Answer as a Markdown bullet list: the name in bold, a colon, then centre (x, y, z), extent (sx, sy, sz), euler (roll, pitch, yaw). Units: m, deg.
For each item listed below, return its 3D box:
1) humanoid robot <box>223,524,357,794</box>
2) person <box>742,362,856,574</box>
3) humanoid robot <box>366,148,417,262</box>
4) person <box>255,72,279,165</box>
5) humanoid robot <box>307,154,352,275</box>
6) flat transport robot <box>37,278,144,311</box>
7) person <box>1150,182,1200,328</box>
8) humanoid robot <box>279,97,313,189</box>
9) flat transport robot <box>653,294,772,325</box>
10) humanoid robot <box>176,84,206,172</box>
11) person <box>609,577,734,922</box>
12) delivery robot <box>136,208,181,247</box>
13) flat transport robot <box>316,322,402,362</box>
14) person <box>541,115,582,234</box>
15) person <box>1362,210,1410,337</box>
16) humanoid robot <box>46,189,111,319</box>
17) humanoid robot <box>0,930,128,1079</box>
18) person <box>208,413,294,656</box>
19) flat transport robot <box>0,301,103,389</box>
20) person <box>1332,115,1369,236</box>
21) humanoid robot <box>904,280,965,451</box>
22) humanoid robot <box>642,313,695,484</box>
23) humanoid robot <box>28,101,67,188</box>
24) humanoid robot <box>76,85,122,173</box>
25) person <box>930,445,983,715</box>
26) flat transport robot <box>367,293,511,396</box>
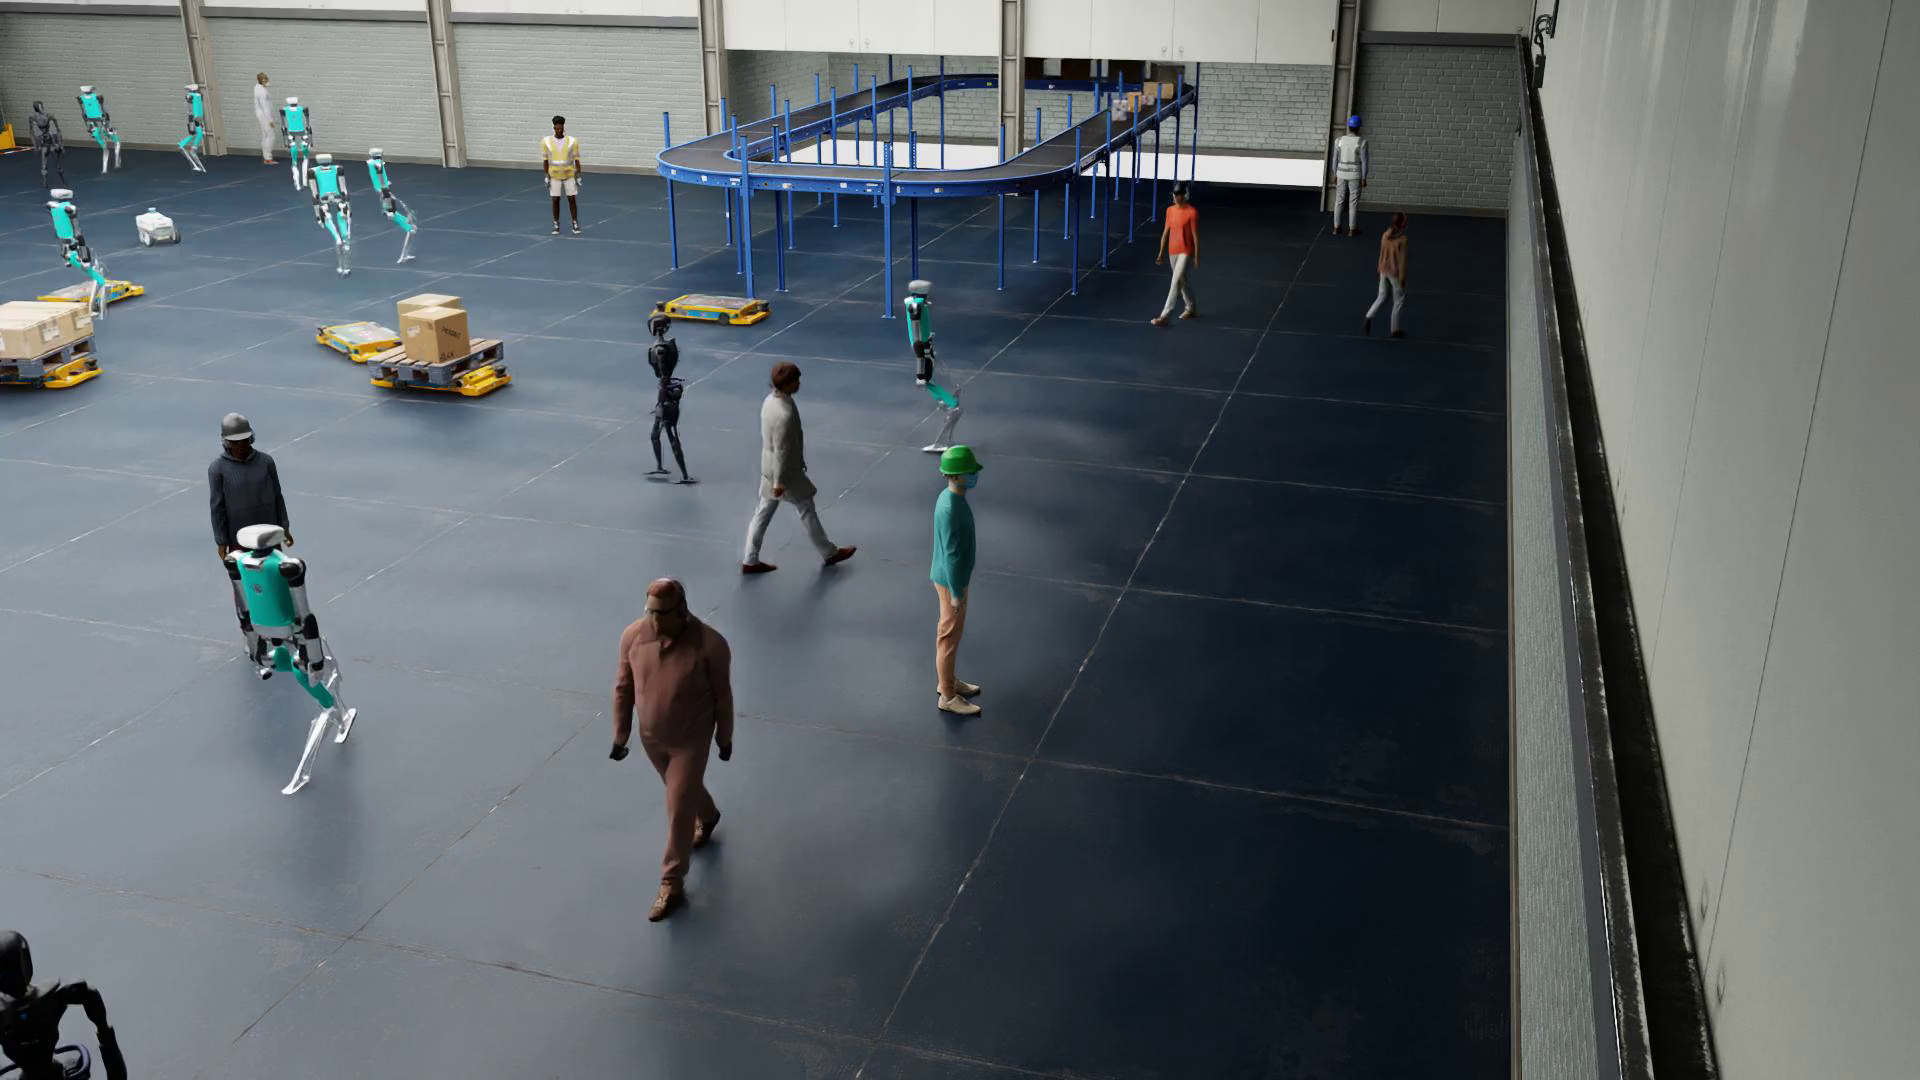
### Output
- **humanoid robot**: centre (-4.094, 0.638, 10.548), extent (0.531, 1.775, 1.001), euler (6, 22, 16)
- **person**: centre (-1.380, -0.586, 13.612), extent (0.981, 1.781, 0.500), euler (-9, 23, -23)
- **humanoid robot**: centre (-8.563, -5.102, 25.374), extent (0.796, 1.771, 0.545), euler (-12, 24, -28)
- **person**: centre (-14.571, -8.845, 34.877), extent (0.357, 1.901, 0.766), euler (-11, 24, -26)
- **humanoid robot**: centre (-9.161, -4.732, 24.445), extent (0.533, 1.763, 0.878), euler (-13, 24, -30)
- **flat transport robot**: centre (-11.972, -3.343, 22.849), extent (0.659, 0.231, 1.431), euler (4, 21, 10)
- **person**: centre (2.849, -3.731, 21.660), extent (1.044, 1.852, 0.494), euler (-19, 28, -40)
- **humanoid robot**: centre (-12.662, -7.582, 31.878), extent (0.547, 1.822, 0.761), euler (-7, 22, -17)
- **flat transport robot**: centre (-3.292, -3.068, 22.136), extent (1.431, 0.231, 0.659), euler (7, 22, 18)
- **humanoid robot**: centre (-15.613, -8.271, 33.674), extent (0.704, 1.856, 0.542), euler (1, 21, 3)
- **person**: centre (-1.581, 1.051, 9.258), extent (0.646, 1.860, 1.015), euler (7, 22, 19)
- **delivery robot**: centre (-13.016, -5.070, 26.906), extent (0.757, 0.577, 0.499), euler (20, 29, 41)
- **flat transport robot**: centre (-7.376, -2.457, 20.551), extent (0.659, 0.231, 1.431), euler (-17, 27, -37)
- **person**: centre (-6.569, -6.030, 27.492), extent (0.615, 1.953, 0.393), euler (-4, 21, -10)
- **person**: centre (5.404, -3.333, 20.916), extent (0.654, 1.627, 0.474), euler (-15, 26, -34)
- **humanoid robot**: centre (-11.481, -3.737, 21.880), extent (0.549, 1.815, 0.701), euler (12, 24, 29)
- **humanoid robot**: centre (-3.506, 2.228, 6.465), extent (0.601, 1.637, 0.633), euler (-13, 25, -31)
- **person**: centre (-5.193, -0.065, 12.199), extent (0.541, 1.812, 0.367), euler (-17, 27, -37)
- **flat transport robot**: centre (-10.784, -1.950, 19.236), extent (1.431, 0.231, 0.659), euler (2, 21, 5)
- **person**: centre (6.436, -6.002, 27.412), extent (0.613, 1.947, 0.386), euler (14, 25, 33)
- **humanoid robot**: centre (-0.183, -1.640, 16.550), extent (0.737, 1.897, 0.545), euler (2, 21, 4)
- **humanoid robot**: centre (-2.813, -1.320, 15.658), extent (0.567, 1.643, 0.593), euler (-2, 21, -5)
- **humanoid robot**: centre (-17.525, -7.598, 31.965), extent (0.603, 1.640, 0.609), euler (-3, 21, -8)
- **humanoid robot**: centre (-17.448, -8.388, 33.894), extent (0.549, 1.762, 0.816), euler (1, 21, 2)
- **person**: centre (-0.024, 0.258, 11.276), extent (0.352, 1.876, 0.515), euler (1, 21, 2)
- **flat transport robot**: centre (-5.948, -1.879, 19.050), extent (1.431, 0.231, 0.659), euler (7, 22, 17)
